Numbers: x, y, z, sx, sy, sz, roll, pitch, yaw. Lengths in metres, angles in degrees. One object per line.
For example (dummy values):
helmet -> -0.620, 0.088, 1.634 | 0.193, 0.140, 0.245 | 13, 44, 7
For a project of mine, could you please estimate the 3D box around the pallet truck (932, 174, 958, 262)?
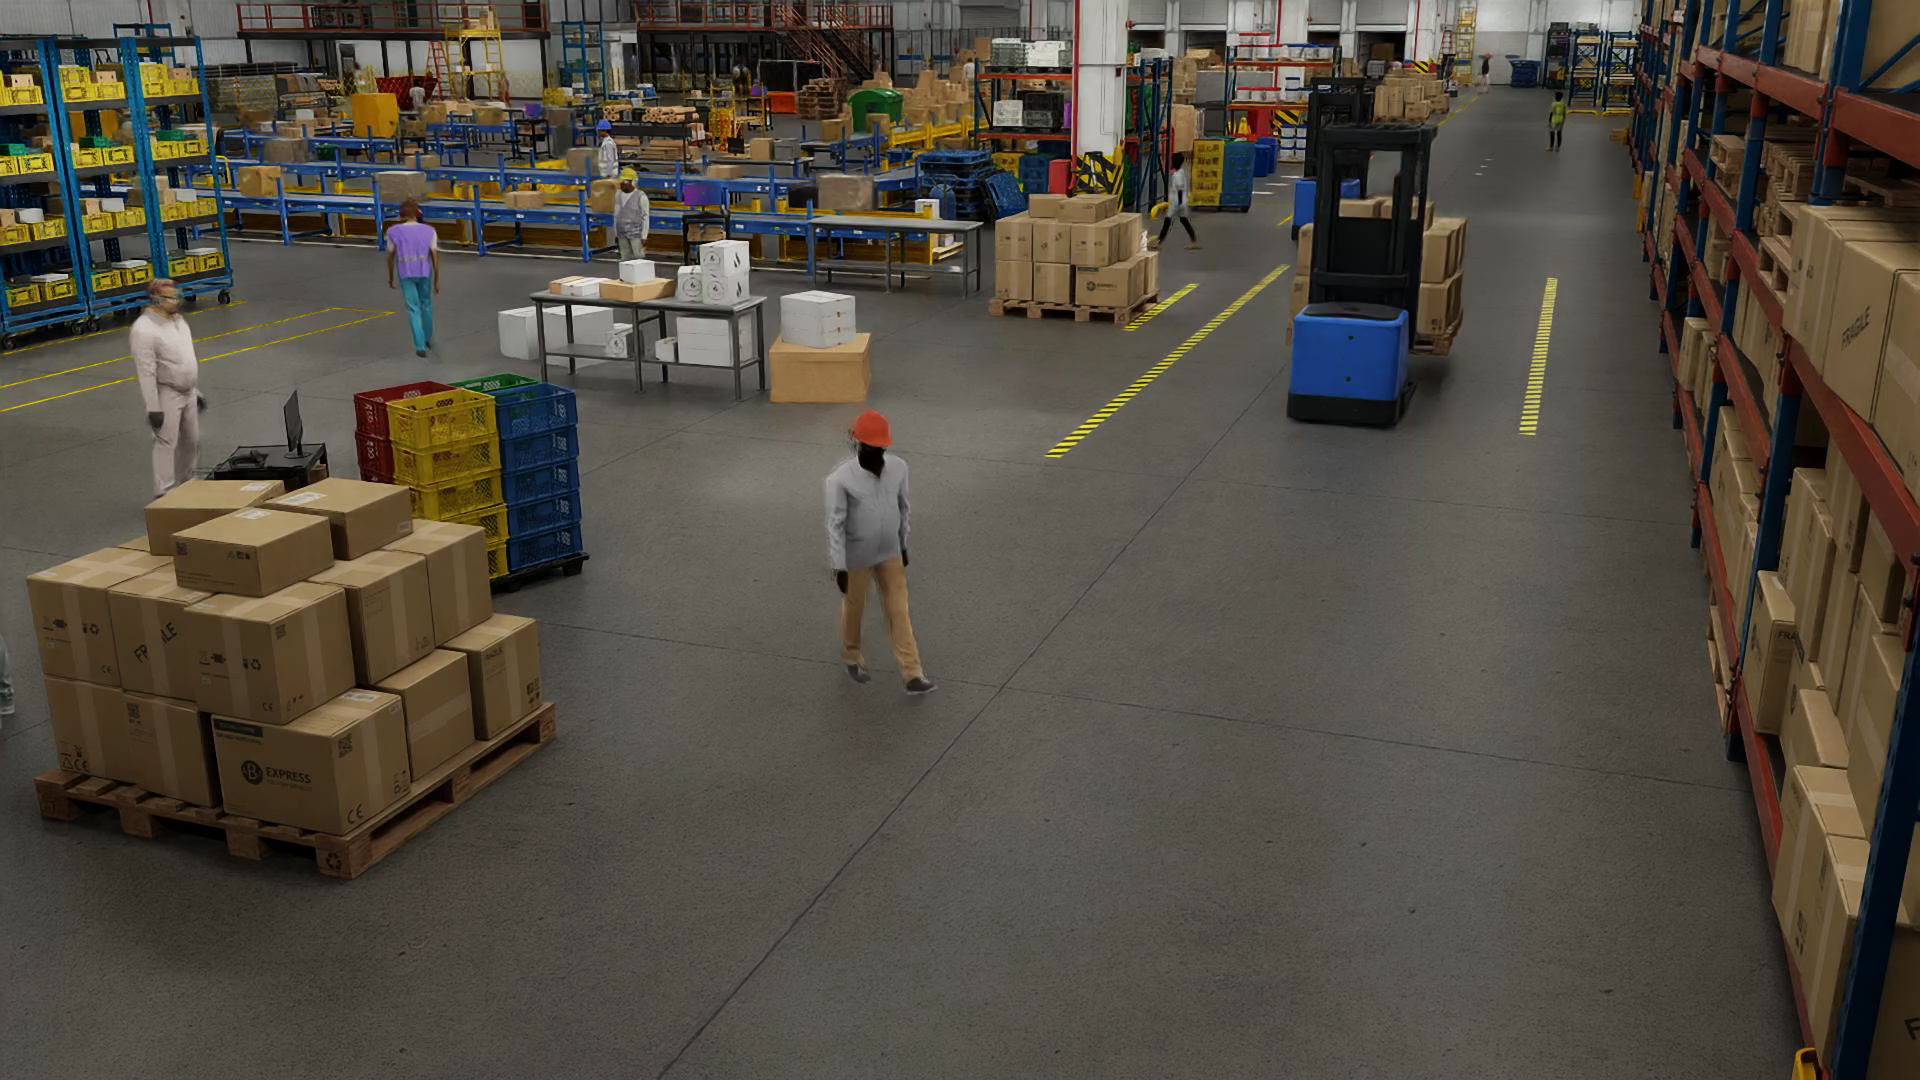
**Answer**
pallet truck -> -0.507, -5.292, 27.348 | 0.653, 1.274, 1.630 | 6, 19, 19

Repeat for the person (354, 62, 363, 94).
person -> -25.506, -19.337, 70.593 | 0.372, 1.860, 0.750 | -1, 18, -3

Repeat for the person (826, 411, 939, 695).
person -> -0.475, 0.098, 9.731 | 0.599, 1.710, 0.843 | -11, 21, -30

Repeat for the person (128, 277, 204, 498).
person -> -6.333, -1.161, 13.401 | 0.402, 1.908, 0.650 | 1, 18, 4

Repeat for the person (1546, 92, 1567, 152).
person -> 17.245, -12.094, 48.077 | 0.540, 1.696, 0.317 | -4, 18, -13

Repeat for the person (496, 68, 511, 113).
person -> -17.958, -17.646, 65.429 | 0.557, 1.755, 0.460 | -11, 21, -32

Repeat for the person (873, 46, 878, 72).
person -> -5.234, -28.628, 99.701 | 0.947, 1.911, 0.613 | 12, 21, 34

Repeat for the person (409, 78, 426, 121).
person -> -17.672, -14.135, 54.271 | 0.524, 1.845, 0.805 | -8, 19, -24

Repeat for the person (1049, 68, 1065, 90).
person -> 4.319, -20.602, 74.345 | 0.724, 1.989, 0.932 | 2, 18, 5

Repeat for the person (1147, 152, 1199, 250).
person -> 3.662, -5.727, 28.164 | 0.908, 1.644, 0.533 | 4, 18, 13

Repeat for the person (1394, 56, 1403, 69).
person -> 21.545, -22.731, 81.305 | 0.833, 1.811, 0.661 | 16, 23, 40

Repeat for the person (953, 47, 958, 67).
person -> -0.156, -26.349, 92.395 | 0.612, 1.987, 0.399 | 10, 20, 29

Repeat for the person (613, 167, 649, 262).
person -> -4.637, -4.309, 23.389 | 0.589, 1.837, 0.404 | 9, 20, 27

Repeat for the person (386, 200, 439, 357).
person -> -6.475, -3.118, 19.725 | 0.573, 1.789, 0.979 | -8, 19, -24

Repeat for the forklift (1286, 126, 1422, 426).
forklift -> 4.010, -2.695, 16.624 | 1.129, 2.768, 1.873 | 6, 19, 19

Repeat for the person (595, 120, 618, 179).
person -> -6.675, -6.968, 31.564 | 0.389, 1.948, 0.608 | -5, 18, -16

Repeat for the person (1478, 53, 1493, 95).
person -> 25.664, -22.647, 80.787 | 0.850, 1.964, 0.654 | 5, 18, 15

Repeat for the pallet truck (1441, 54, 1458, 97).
pallet truck -> 22.765, -21.886, 78.355 | 0.823, 1.965, 1.885 | -4, 18, -14

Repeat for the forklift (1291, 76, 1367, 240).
forklift -> 6.598, -6.755, 29.381 | 1.129, 2.768, 1.873 | 6, 19, 19

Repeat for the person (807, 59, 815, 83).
person -> -6.371, -19.723, 71.657 | 0.361, 1.935, 0.553 | 4, 18, 12

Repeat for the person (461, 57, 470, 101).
person -> -22.374, -20.848, 75.237 | 0.425, 1.908, 0.605 | 4, 18, 12

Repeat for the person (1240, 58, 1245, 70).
person -> 13.207, -21.900, 78.657 | 0.798, 1.842, 0.523 | 1, 18, 3

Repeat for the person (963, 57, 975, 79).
person -> 0.459, -20.697, 74.724 | 0.627, 1.934, 0.372 | -3, 18, -8

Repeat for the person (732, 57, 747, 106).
person -> -9.545, -19.641, 71.232 | 0.682, 2.000, 0.705 | 14, 23, 38

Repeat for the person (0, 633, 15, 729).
person -> -5.598, 0.231, 9.275 | 0.295, 1.744, 0.485 | -3, 18, -9
